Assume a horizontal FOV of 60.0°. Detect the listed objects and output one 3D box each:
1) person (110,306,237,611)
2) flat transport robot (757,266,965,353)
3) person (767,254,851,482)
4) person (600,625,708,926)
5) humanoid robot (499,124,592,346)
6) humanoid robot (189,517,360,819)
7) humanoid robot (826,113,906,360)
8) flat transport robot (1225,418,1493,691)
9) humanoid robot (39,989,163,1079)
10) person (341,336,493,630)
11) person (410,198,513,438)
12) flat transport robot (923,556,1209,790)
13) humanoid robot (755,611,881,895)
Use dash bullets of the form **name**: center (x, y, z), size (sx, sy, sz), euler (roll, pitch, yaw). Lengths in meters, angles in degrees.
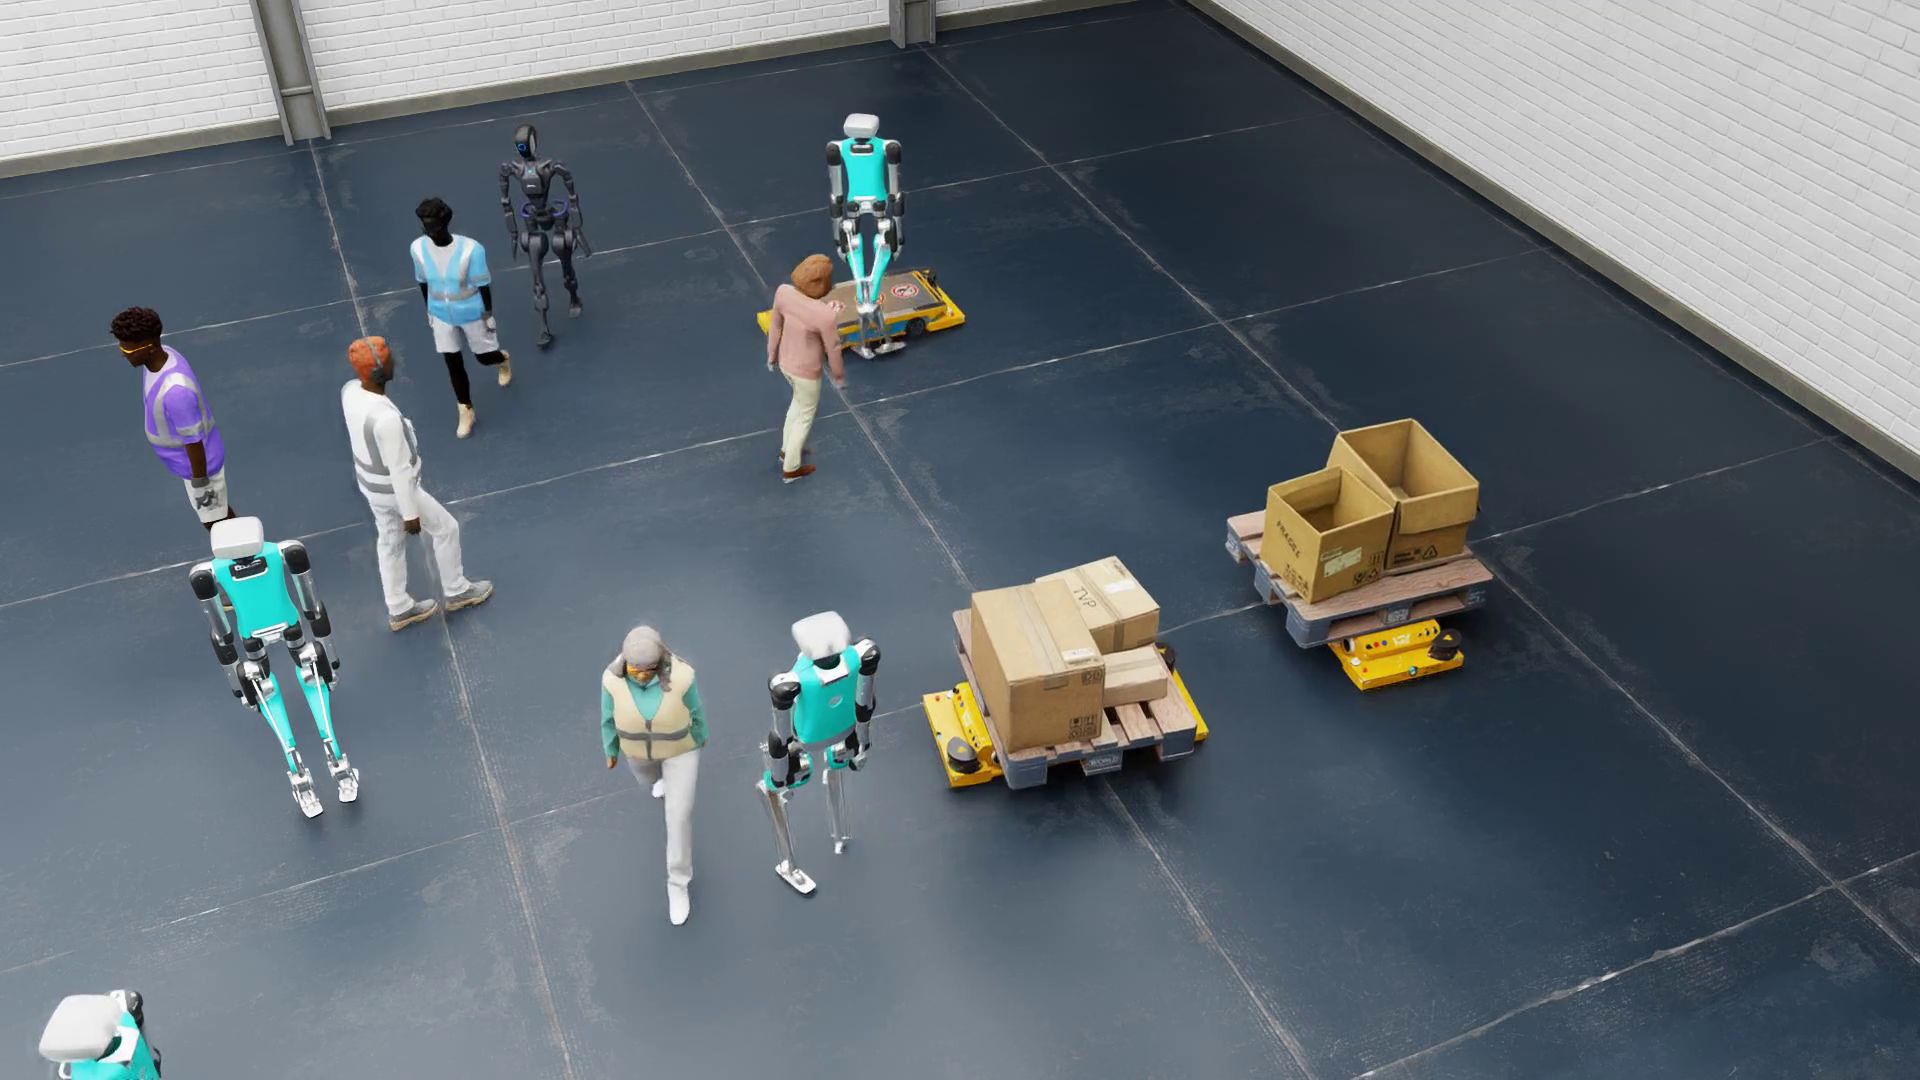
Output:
- **person**: center (-4.395, -0.474, 9.510), size (0.371, 1.959, 0.606), euler (-19, 42, -23)
- **flat transport robot**: center (-0.746, -1.699, 12.485), size (1.431, 0.231, 0.659), euler (-15, 40, -19)
- **person**: center (-0.990, -1.080, 10.583), size (0.532, 1.591, 0.456), euler (30, 47, 33)
- **person**: center (-1.439, 0.921, 7.937), size (0.484, 1.654, 0.930), euler (-1, 38, -1)
- **humanoid robot**: center (-2.992, -2.241, 12.074), size (0.596, 1.627, 0.768), euler (-1, 38, -2)
- **humanoid robot**: center (-3.240, 0.719, 8.024), size (0.533, 1.677, 0.735), euler (-17, 41, -20)
- **humanoid robot**: center (-0.665, -2.054, 11.718), size (0.550, 1.743, 0.776), euler (1, 38, 1)
- **flat transport robot**: center (2.329, 0.309, 9.871), size (0.659, 0.231, 1.431), euler (-12, 39, -15)
- **humanoid robot**: center (-3.158, 2.322, 6.096), size (0.716, 1.850, 0.546), euler (-4, 38, -5)
- **person**: center (-3.097, -0.345, 9.414), size (0.756, 1.858, 0.605), euler (-30, 47, -33)
- **person**: center (-3.337, -1.560, 11.144), size (0.538, 1.673, 0.675), euler (3, 38, 4)
- **flat transport robot**: center (0.569, 0.935, 9.057), size (1.431, 0.231, 0.659), euler (-9, 38, -11)
- **humanoid robot**: center (-0.728, 0.942, 7.847), size (0.534, 1.773, 0.758), euler (-21, 42, -25)
